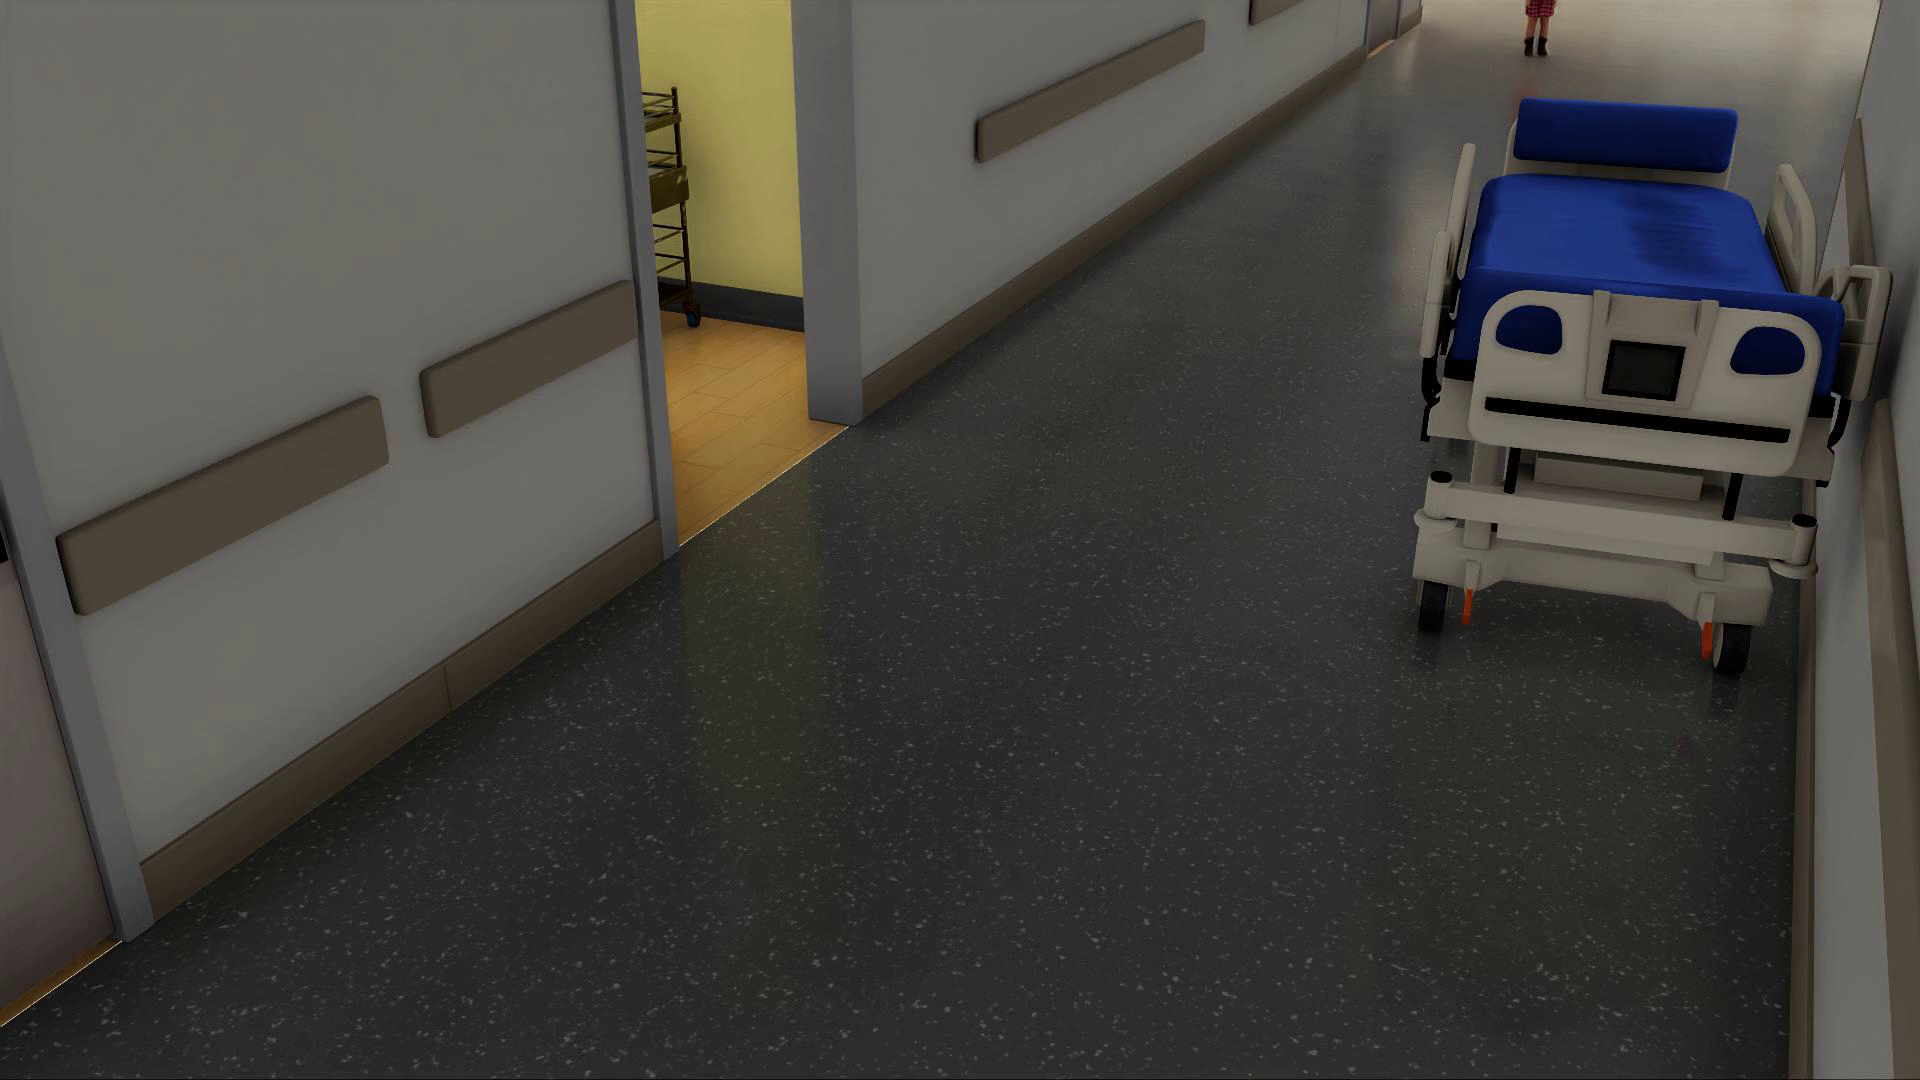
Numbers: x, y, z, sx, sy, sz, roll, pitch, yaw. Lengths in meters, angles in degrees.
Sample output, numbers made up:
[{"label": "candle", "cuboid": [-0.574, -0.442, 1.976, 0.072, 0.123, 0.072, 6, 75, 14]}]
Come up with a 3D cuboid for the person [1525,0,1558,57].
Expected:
[{"label": "person", "cuboid": [5.019, -4.697, 14.300, 0.442, 1.021, 0.529, 3, 26, 6]}]
